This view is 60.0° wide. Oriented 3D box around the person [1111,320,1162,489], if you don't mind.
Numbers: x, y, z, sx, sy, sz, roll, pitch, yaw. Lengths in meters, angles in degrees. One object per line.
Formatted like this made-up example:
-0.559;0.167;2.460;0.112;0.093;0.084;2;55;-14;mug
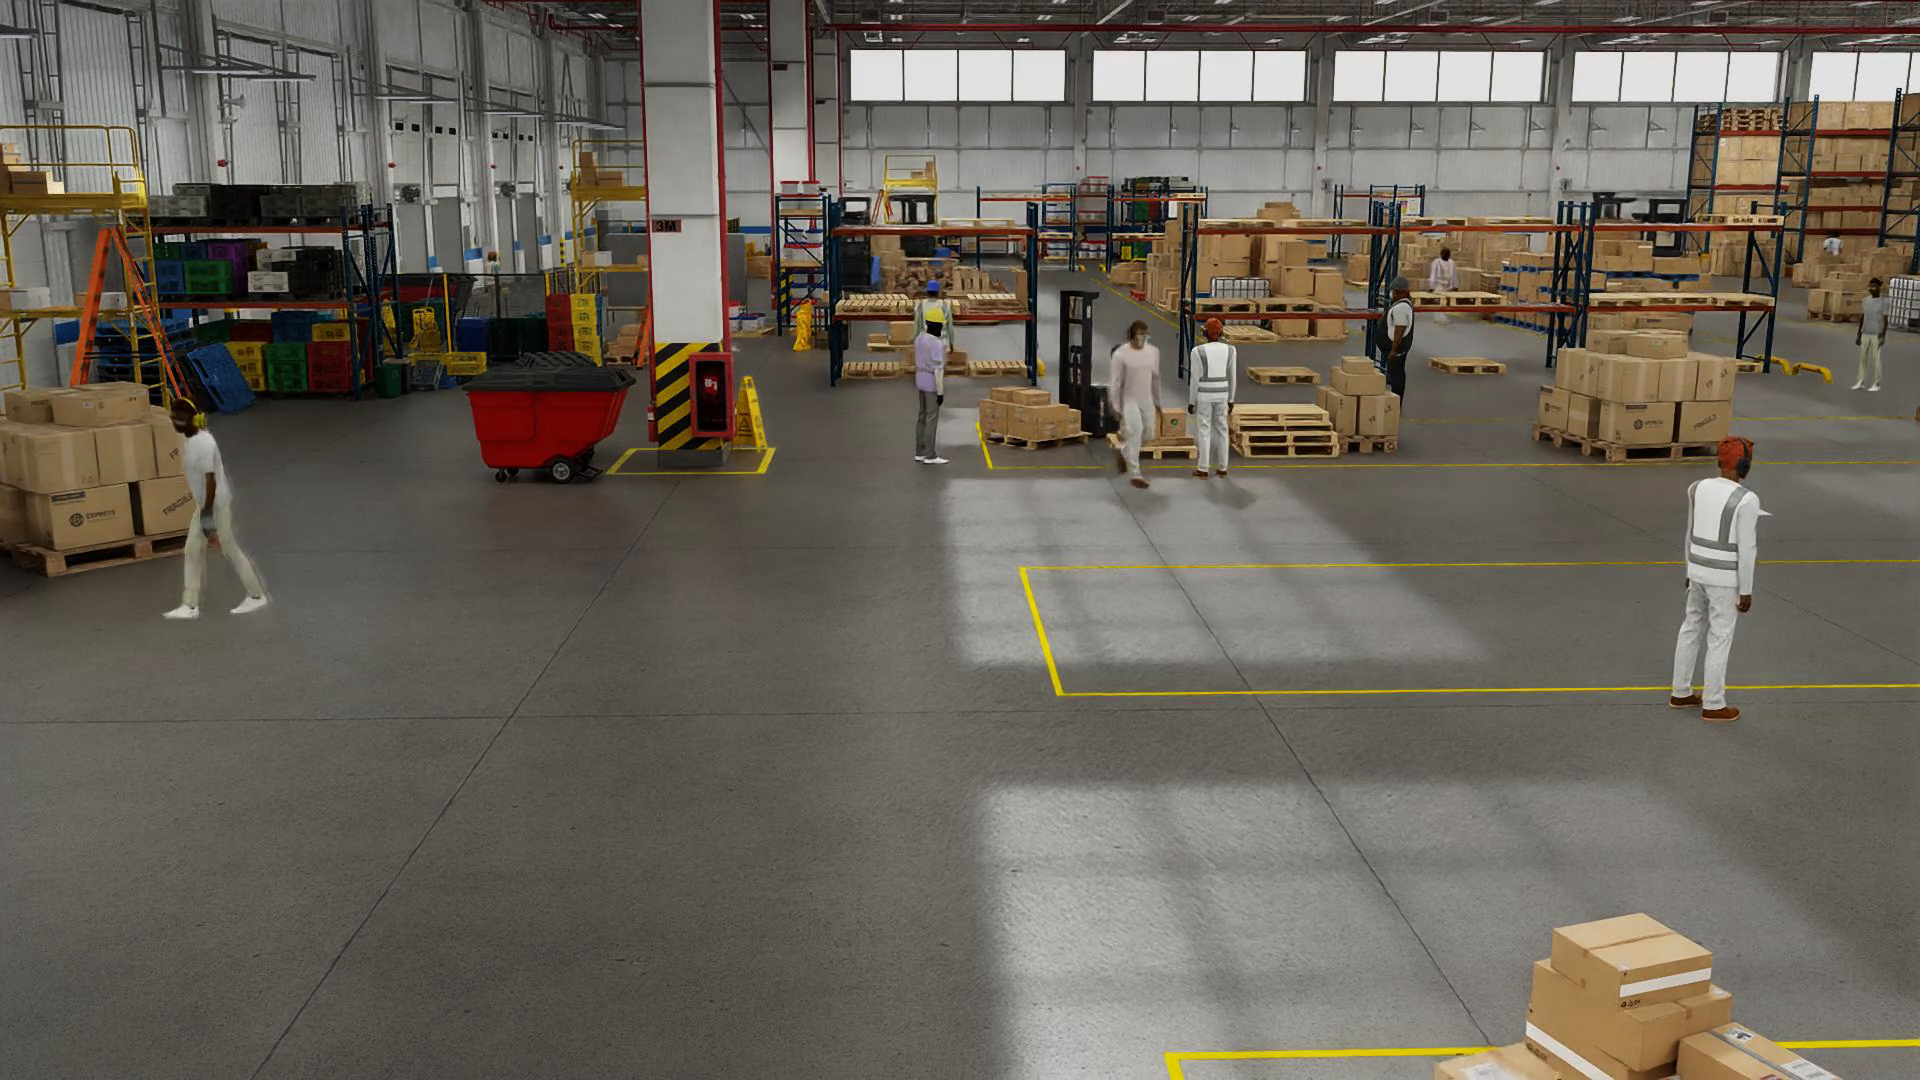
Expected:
1.968;-1.570;19.005;0.651;1.918;0.681;-7;15;-30;person

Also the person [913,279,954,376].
-0.420;-3.062;25.721;0.616;1.918;0.787;2;13;10;person

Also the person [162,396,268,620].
-6.022;-0.247;13.254;0.544;1.820;0.918;11;17;41;person

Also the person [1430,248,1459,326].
11.344;-5.882;38.740;0.628;1.803;0.920;-6;14;-24;person

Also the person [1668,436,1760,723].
4.954;0.252;10.885;0.352;1.877;0.572;-4;13;-18;person

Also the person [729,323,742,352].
-4.898;-4.685;33.173;1.027;1.874;0.585;6;14;26;person

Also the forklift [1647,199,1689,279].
19.207;-7.892;45.353;1.129;2.768;1.873;0;12;-2;forklift

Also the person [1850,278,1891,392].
14.925;-3.359;27.220;0.325;1.860;0.511;-6;14;-27;person

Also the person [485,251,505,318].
-11.471;-6.269;40.875;0.524;1.632;0.321;11;17;41;person

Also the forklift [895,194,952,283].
-1.215;-9.773;53.845;1.129;2.768;1.873;10;16;38;forklift

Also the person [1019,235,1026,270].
2.199;-10.017;57.721;0.325;1.669;0.676;-3;13;-15;person

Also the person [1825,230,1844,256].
28.532;-9.299;54.497;0.692;1.662;0.317;2;13;10;person

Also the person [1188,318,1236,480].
2.933;-1.638;19.391;0.574;1.881;0.357;-3;13;-15;person

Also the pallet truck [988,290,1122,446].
1.257;-2.299;22.111;1.885;1.965;0.823;-9;15;-35;pallet truck

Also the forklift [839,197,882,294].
-3.050;-8.675;48.889;1.129;2.768;1.873;3;13;14;forklift

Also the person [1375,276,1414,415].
6.428;-2.885;24.656;0.538;2.000;0.684;5;13;20;person

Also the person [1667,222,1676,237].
26.611;-11.136;62.146;0.356;1.937;0.552;4;13;19;person

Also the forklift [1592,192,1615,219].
23.541;-11.386;61.127;1.129;2.768;1.873;-8;15;-31;forklift

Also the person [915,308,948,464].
-0.343;-1.888;20.438;0.391;1.922;0.585;-7;14;-28;person
